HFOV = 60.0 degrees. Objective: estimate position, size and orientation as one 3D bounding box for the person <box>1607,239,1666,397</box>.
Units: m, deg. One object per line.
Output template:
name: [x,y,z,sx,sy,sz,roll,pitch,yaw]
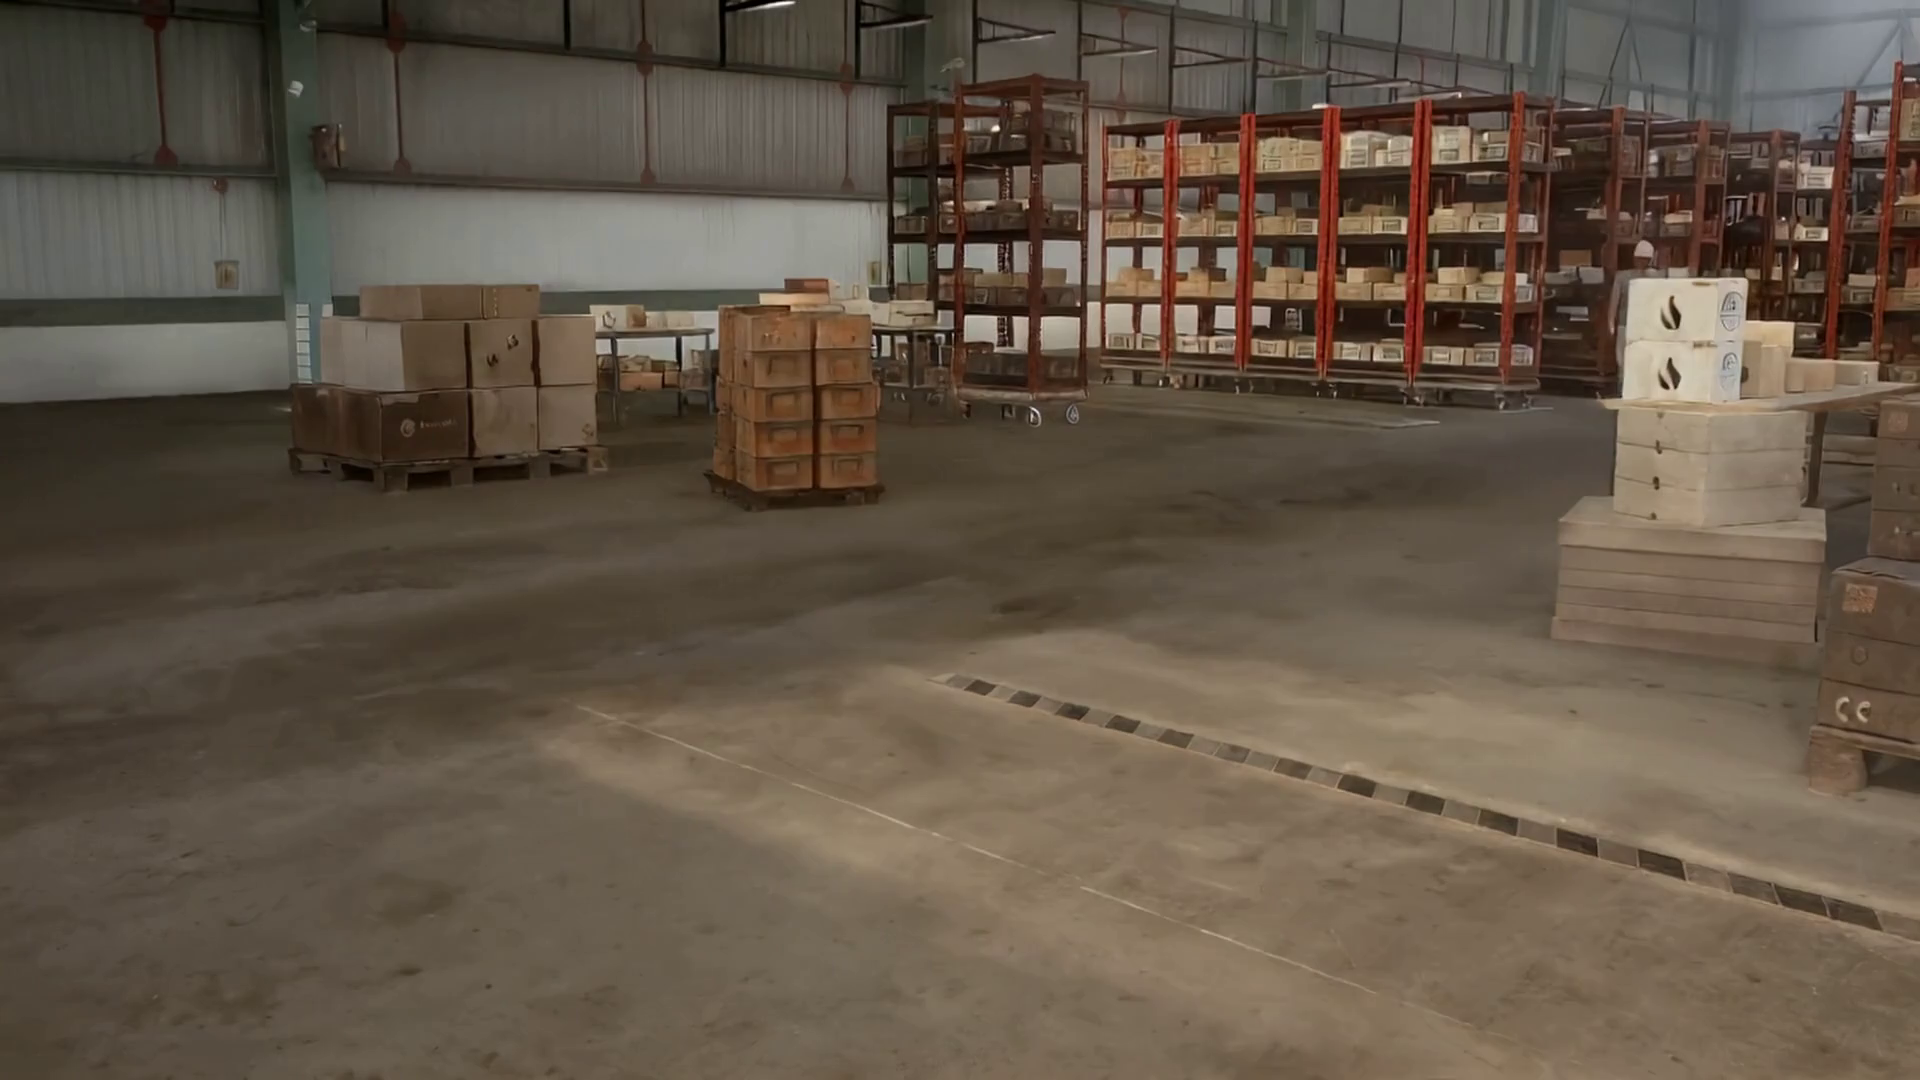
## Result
person: [8.148,-2.615,20.033,0.642,1.978,0.485,5,11,27]
